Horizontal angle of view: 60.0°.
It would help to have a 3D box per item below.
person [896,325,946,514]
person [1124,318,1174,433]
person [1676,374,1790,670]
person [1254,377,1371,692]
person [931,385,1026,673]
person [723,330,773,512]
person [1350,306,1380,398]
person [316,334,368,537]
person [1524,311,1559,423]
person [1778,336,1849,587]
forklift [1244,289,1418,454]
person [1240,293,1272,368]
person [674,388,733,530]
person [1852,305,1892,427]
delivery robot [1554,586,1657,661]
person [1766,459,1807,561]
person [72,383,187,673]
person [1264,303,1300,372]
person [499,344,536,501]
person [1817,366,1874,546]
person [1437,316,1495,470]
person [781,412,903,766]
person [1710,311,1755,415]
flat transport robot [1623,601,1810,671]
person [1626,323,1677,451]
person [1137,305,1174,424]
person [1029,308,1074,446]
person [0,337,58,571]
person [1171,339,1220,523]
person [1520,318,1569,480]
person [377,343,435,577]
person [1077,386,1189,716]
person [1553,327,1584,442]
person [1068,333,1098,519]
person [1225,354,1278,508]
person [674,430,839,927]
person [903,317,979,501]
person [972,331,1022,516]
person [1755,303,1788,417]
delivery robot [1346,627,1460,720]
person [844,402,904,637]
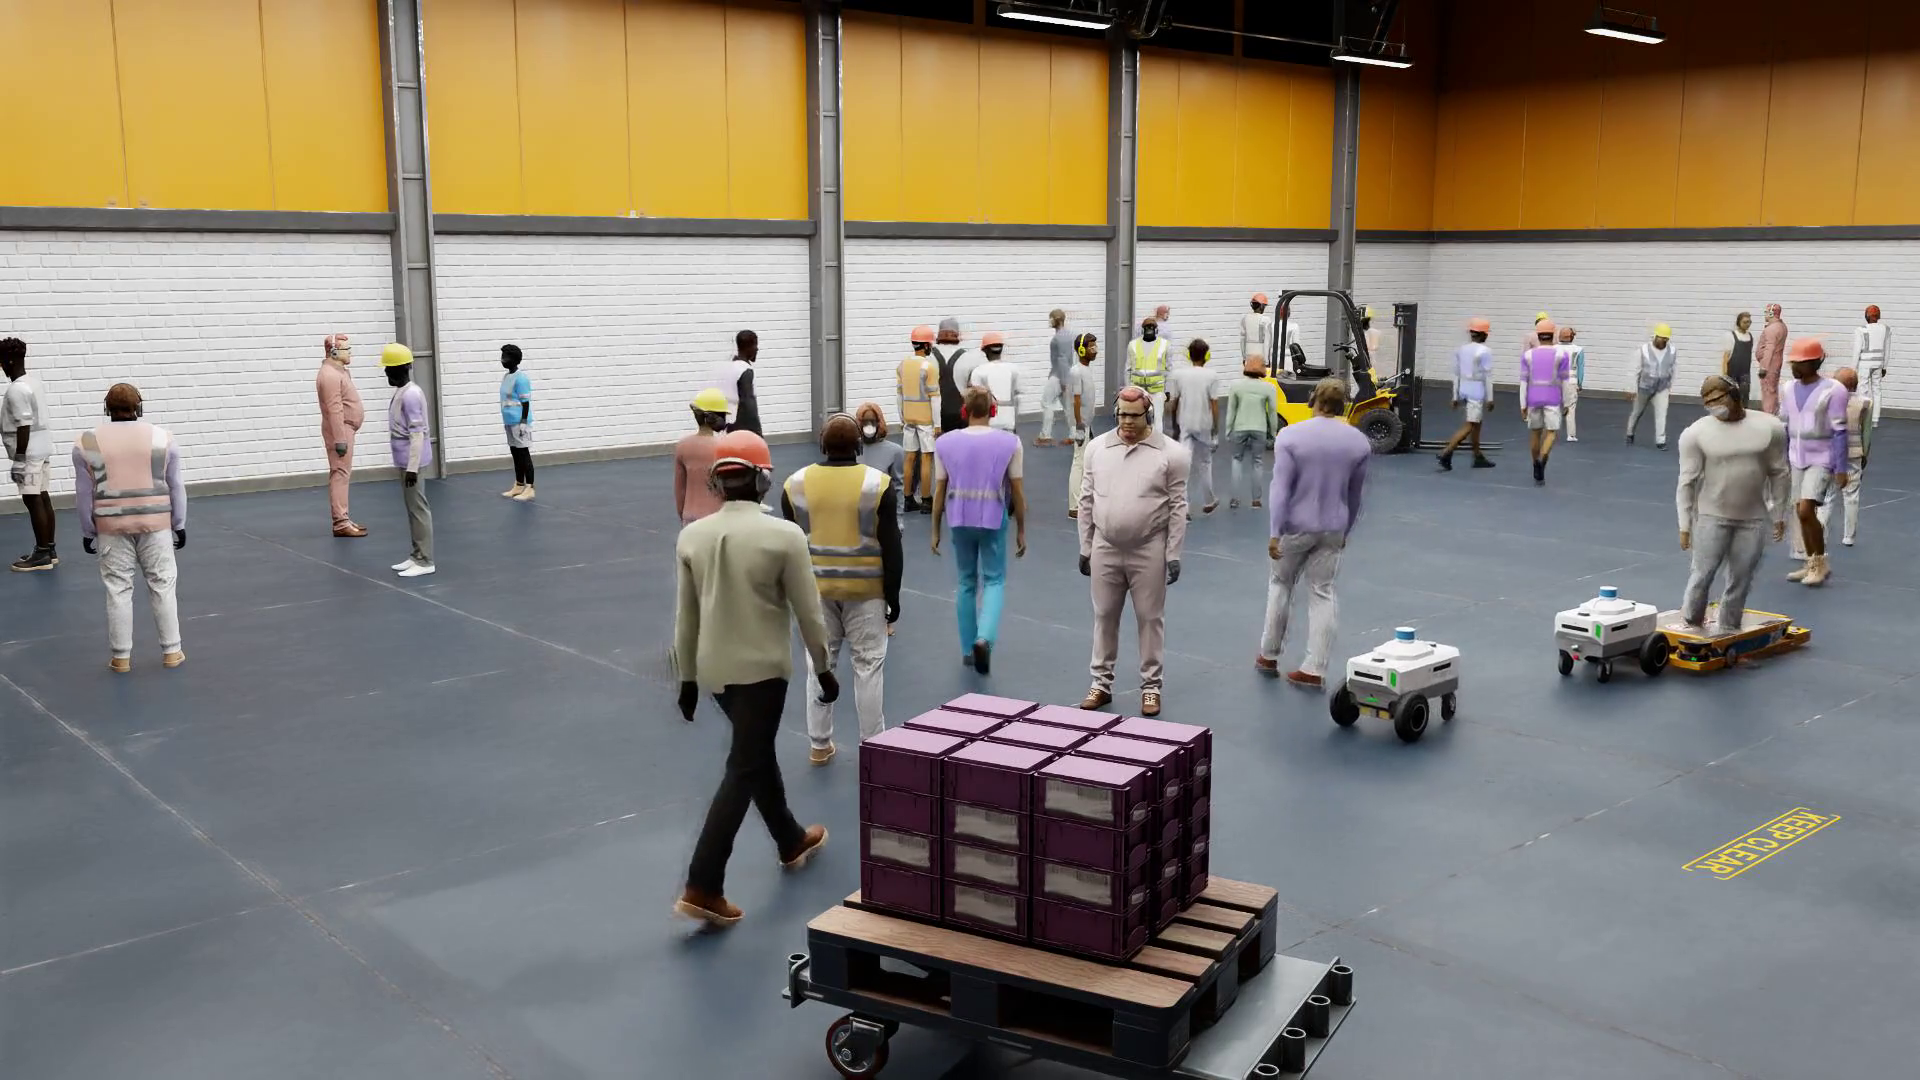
[{"bbox_3d":[-0.390,-1.237,17.080,0.552,1.935,0.365,8,13,41],"label":"person"},{"bbox_3d":[2.430,-1.952,21.544,0.632,1.846,0.429,3,10,16],"label":"person"},{"bbox_3d":[4.936,-0.117,10.686,0.675,1.897,0.399,1,10,8],"label":"person"},{"bbox_3d":[2.152,-0.057,10.309,0.669,1.894,0.835,-2,10,-11],"label":"person"},{"bbox_3d":[0.103,-0.063,10.597,0.615,1.845,0.527,2,10,9],"label":"person"},{"bbox_3d":[-2.119,-1.178,16.860,0.730,1.888,0.612,-4,10,-22],"label":"person"},{"bbox_3d":[6.098,-2.546,24.851,0.795,1.907,0.591,-4,10,-21],"label":"person"},{"bbox_3d":[-5.824,-0.984,15.693,0.409,1.907,0.649,-3,10,-19],"label":"person"},{"bbox_3d":[9.174,-2.725,26.302,0.522,1.768,0.314,2,10,14],"label":"person"},{"bbox_3d":[6.792,-0.623,13.313,0.581,2.005,0.639,-4,10,-20],"label":"person"},{"bbox_3d":[5.034,-2.339,22.783,2.313,2.155,1.214,3,10,16],"label":"forklift"},{"bbox_3d":[4.851,-3.000,27.110,0.378,2.040,0.607,-10,14,-44],"label":"person"},{"bbox_3d":[-1.662,-0.125,11.086,0.533,1.764,0.324,7,12,35],"label":"person"},{"bbox_3d":[14.017,-2.670,25.634,0.572,1.884,0.356,0,10,-3],"label":"person"},{"bbox_3d":[4.065,0.537,10.468,0.707,0.478,0.477,-8,12,-37],"label":"delivery robot"},{"bbox_3d":[7.206,-0.627,14.505,0.543,1.605,0.733,-8,12,-38],"label":"person"},{"bbox_3d":[-5.257,-0.079,10.588,0.631,1.843,0.429,-5,11,-27],"label":"person"},{"bbox_3d":[5.180,-2.866,26.780,0.583,1.880,0.337,5,11,25],"label":"person"},{"bbox_3d":[-4.798,-1.269,17.974,0.317,1.695,0.540,-7,12,-35],"label":"person"},{"bbox_3d":[7.996,-0.751,15.110,0.513,1.641,0.307,1,10,7],"label":"person"},{"bbox_3d":[6.265,-1.801,20.490,0.934,1.904,0.545,-4,11,-23],"label":"person"},{"bbox_3d":[-0.590,0.263,8.578,0.625,1.847,0.429,2,10,12],"label":"person"},{"bbox_3d":[11.641,-2.525,24.972,0.517,1.825,0.784,-1,10,-7],"label":"person"},{"bbox_3d":[4.990,0.624,11.063,1.431,0.197,0.652,-7,12,-37],"label":"flat transport robot"},{"bbox_3d":[9.514,-2.136,22.938,0.607,1.754,1.055,1,10,4],"label":"person"},{"bbox_3d":[3.059,-2.750,26.123,0.677,1.873,0.513,9,13,42],"label":"person"},{"bbox_3d":[1.297,-2.246,23.086,0.841,1.909,0.648,2,10,12],"label":"person"},{"bbox_3d":[-7.859,-0.723,14.006,0.373,1.960,0.601,-3,10,-14],"label":"person"},{"bbox_3d":[2.355,-1.096,16.623,0.556,1.813,0.989,4,11,24],"label":"person"},{"bbox_3d":[6.822,-1.636,19.475,0.557,1.919,0.776,6,11,31],"label":"person"},{"bbox_3d":[-4.556,-0.657,13.725,0.384,1.924,0.589,-4,11,-23],"label":"person"},{"bbox_3d":[0.976,0.062,9.586,0.639,1.904,0.409,3,10,19],"label":"person"},{"bbox_3d":[8.595,-2.210,23.660,0.515,1.636,0.315,6,11,32],"label":"person"},{"bbox_3d":[1.251,-1.141,16.719,0.325,1.871,0.521,2,10,13],"label":"person"},{"bbox_3d":[3.047,-1.131,17.382,0.538,1.625,0.335,2,10,14],"label":"person"},{"bbox_3d":[-0.880,0.531,6.761,0.633,1.942,1.063,6,11,32],"label":"person"},{"bbox_3d":[-0.204,-1.347,17.425,0.892,2.000,0.623,0,10,-1],"label":"person"},{"bbox_3d":[0.391,-1.173,16.896,0.547,1.891,0.834,-2,10,-13],"label":"person"},{"bbox_3d":[12.494,-2.692,25.697,0.409,1.909,0.641,8,13,39],"label":"person"},{"bbox_3d":[2.489,0.732,9.322,0.707,0.478,0.477,-9,13,-42],"label":"delivery robot"},{"bbox_3d":[-0.633,-0.142,11.559,0.497,1.635,0.286,-1,10,-4],"label":"person"}]
